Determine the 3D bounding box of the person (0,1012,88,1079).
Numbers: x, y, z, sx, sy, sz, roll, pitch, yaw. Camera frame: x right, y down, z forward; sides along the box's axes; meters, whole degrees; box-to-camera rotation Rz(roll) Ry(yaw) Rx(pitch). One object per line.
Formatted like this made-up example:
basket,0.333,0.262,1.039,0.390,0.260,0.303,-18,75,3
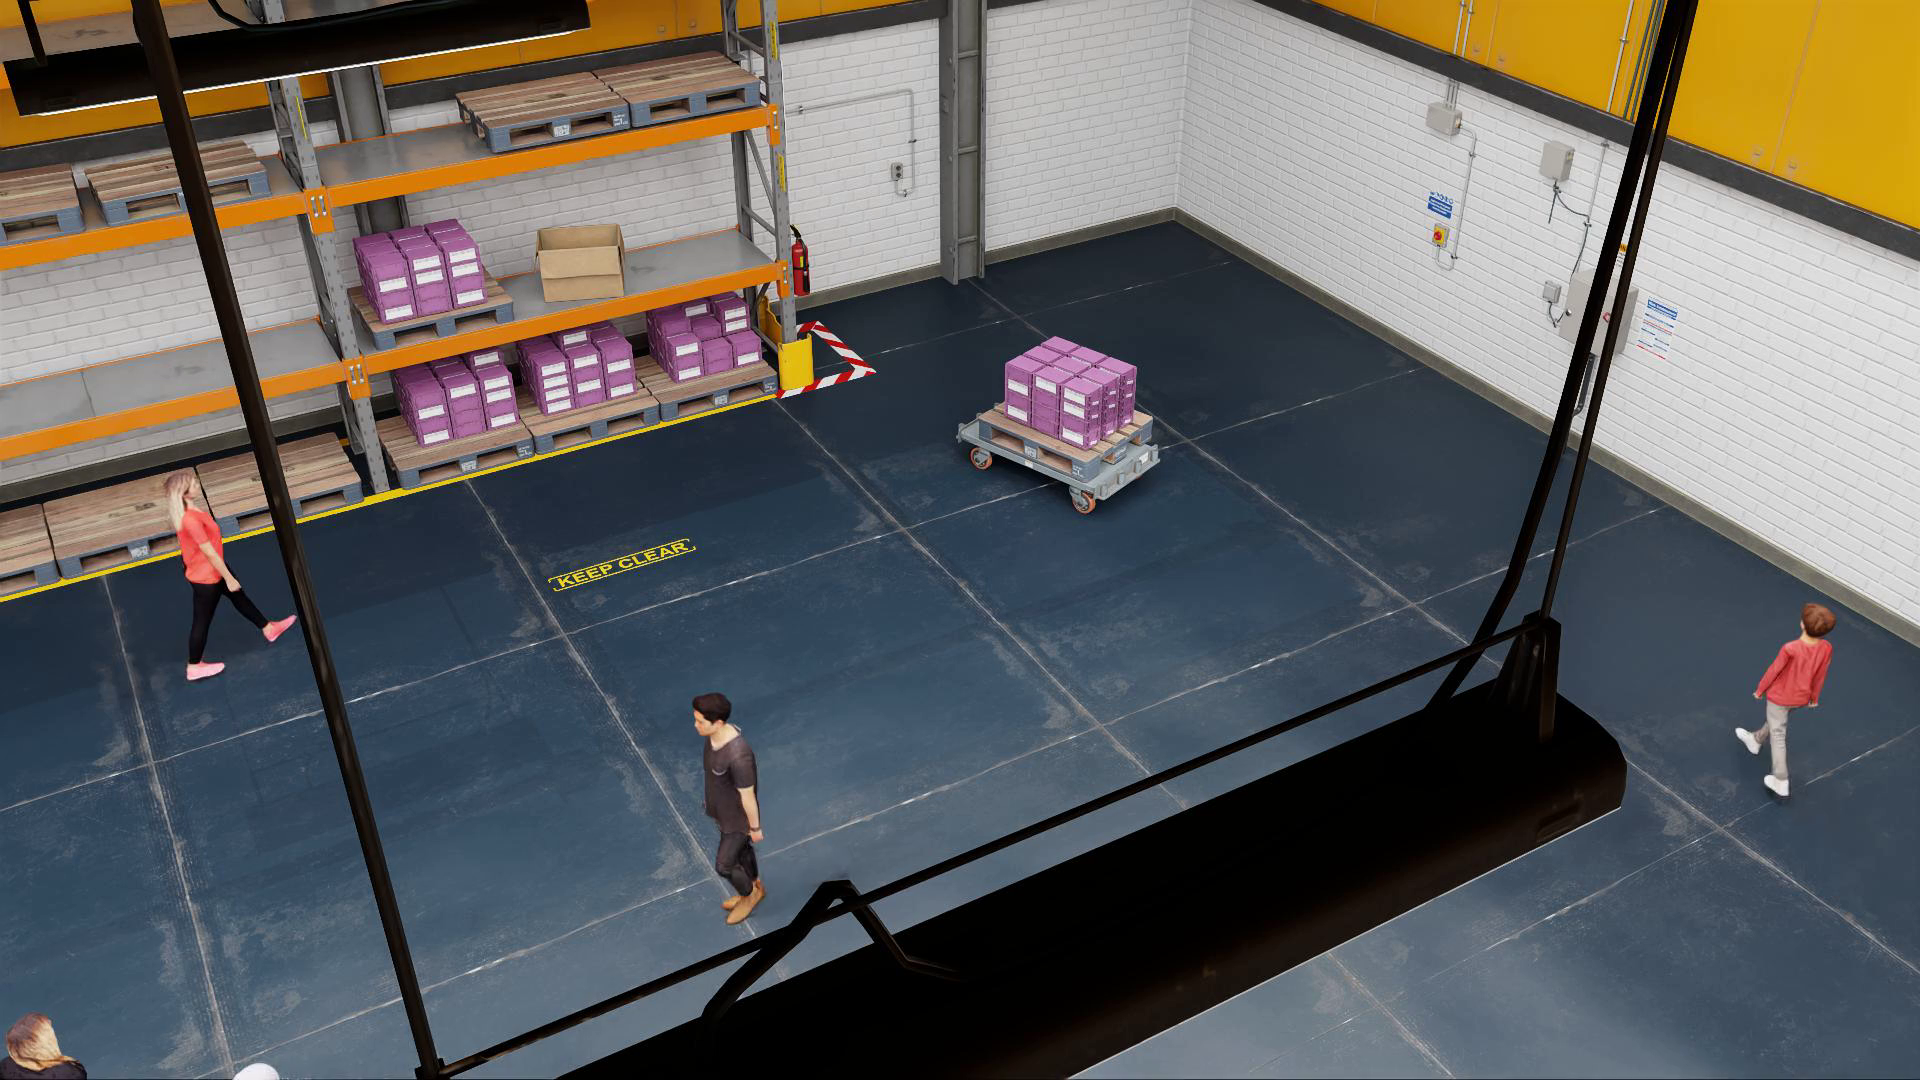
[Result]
person,-4.361,2.994,8.048,0.932,1.643,0.927,1,34,2

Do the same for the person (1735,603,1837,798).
person,5.595,1.082,11.158,0.940,1.386,0.806,-4,34,-7

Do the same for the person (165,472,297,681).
person,-5.580,0.298,12.102,1.112,1.645,0.684,-22,39,-29

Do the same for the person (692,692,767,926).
person,-1.305,1.593,10.103,0.562,1.702,0.644,-17,37,-24
